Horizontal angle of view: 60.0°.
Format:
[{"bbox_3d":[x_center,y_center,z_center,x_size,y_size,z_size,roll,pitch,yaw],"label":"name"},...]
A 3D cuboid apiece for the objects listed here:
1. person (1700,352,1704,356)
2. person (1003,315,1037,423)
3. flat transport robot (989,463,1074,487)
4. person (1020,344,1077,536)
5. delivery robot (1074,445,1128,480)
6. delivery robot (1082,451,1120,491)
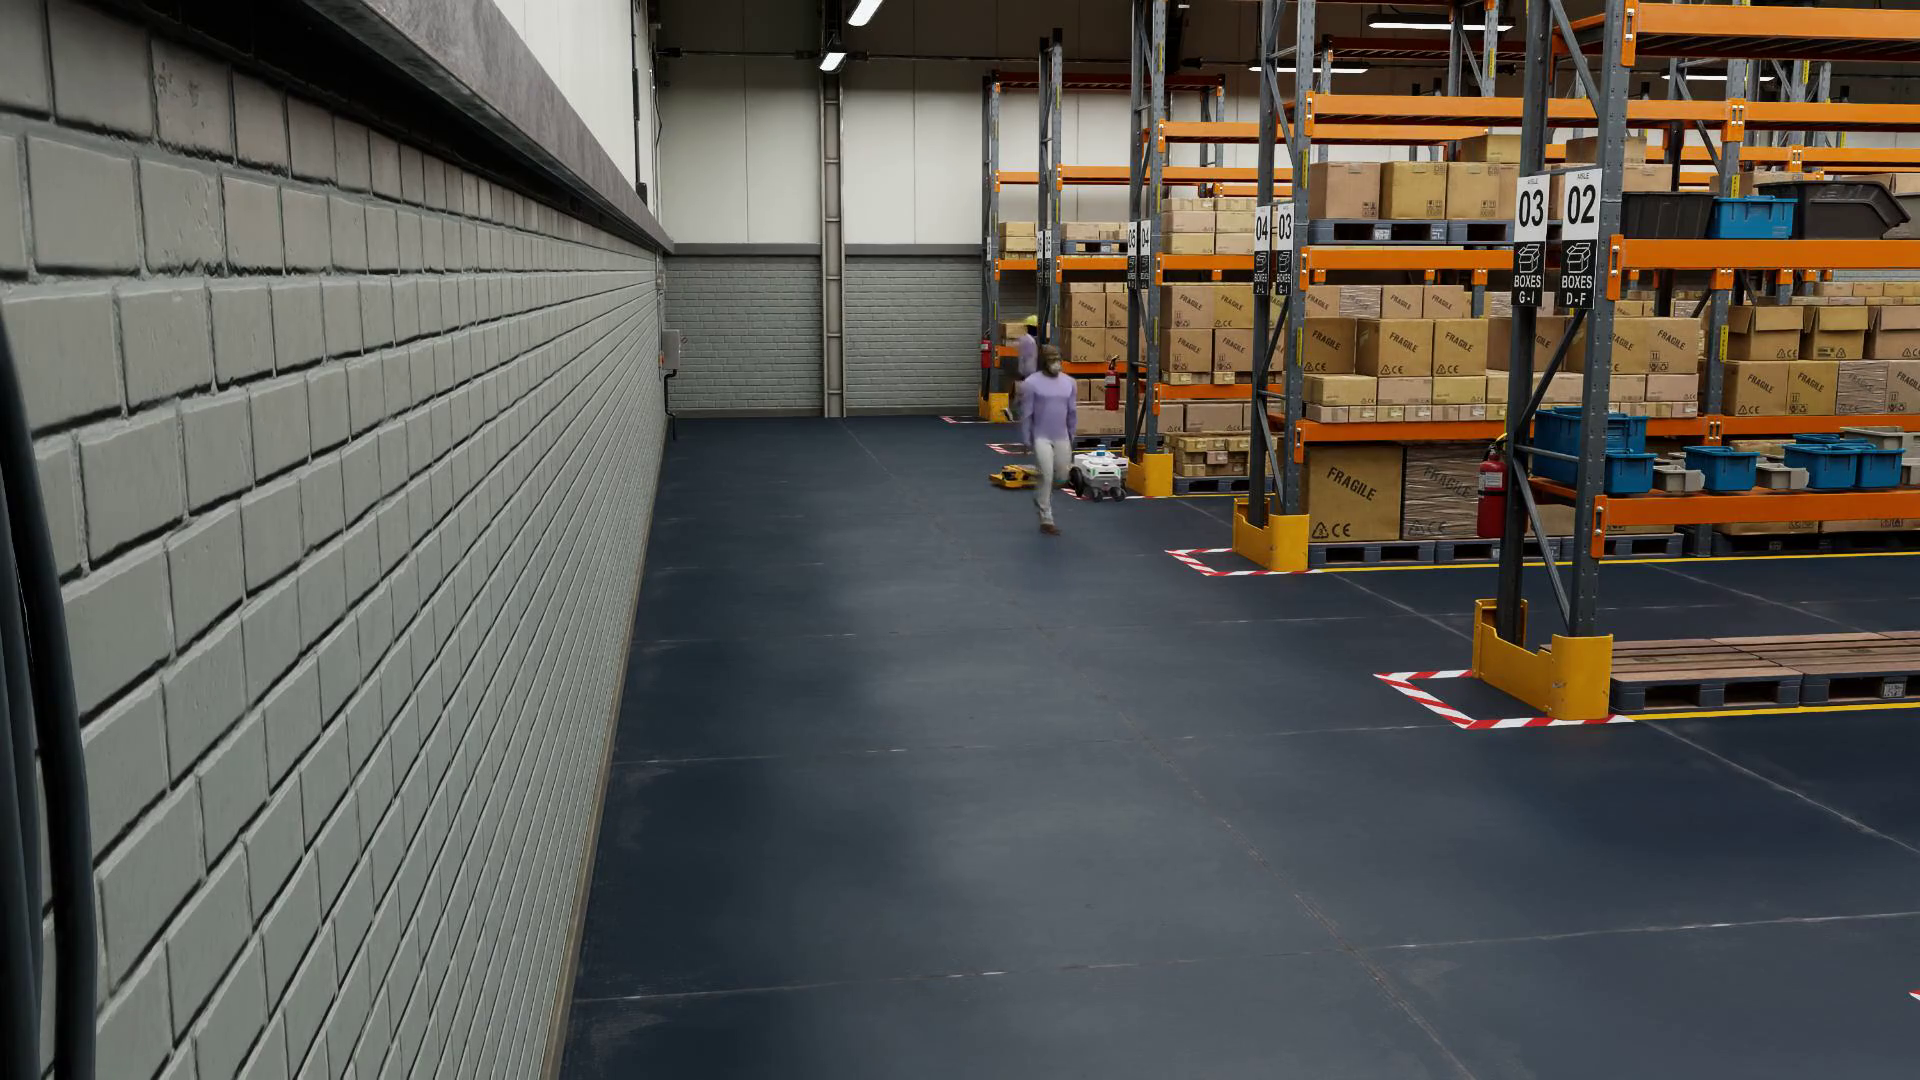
[{"bbox_3d":[7.884,-1.116,17.746,0.846,1.820,0.627,1,9,4],"label":"person"},{"bbox_3d":[1.100,-2.853,28.173,0.599,1.908,0.587,-1,9,-7],"label":"person"},{"bbox_3d":[1.136,-0.816,20.623,1.431,0.197,0.652,-3,10,-16],"label":"flat transport robot"},{"bbox_3d":[0.877,-1.022,16.827,0.637,1.926,0.614,-4,10,-23],"label":"person"},{"bbox_3d":[1.698,-0.901,19.985,0.477,0.478,0.707,-7,11,-35],"label":"delivery robot"},{"bbox_3d":[1.634,-0.789,19.296,0.477,0.478,0.707,-1,9,-6],"label":"delivery robot"}]
